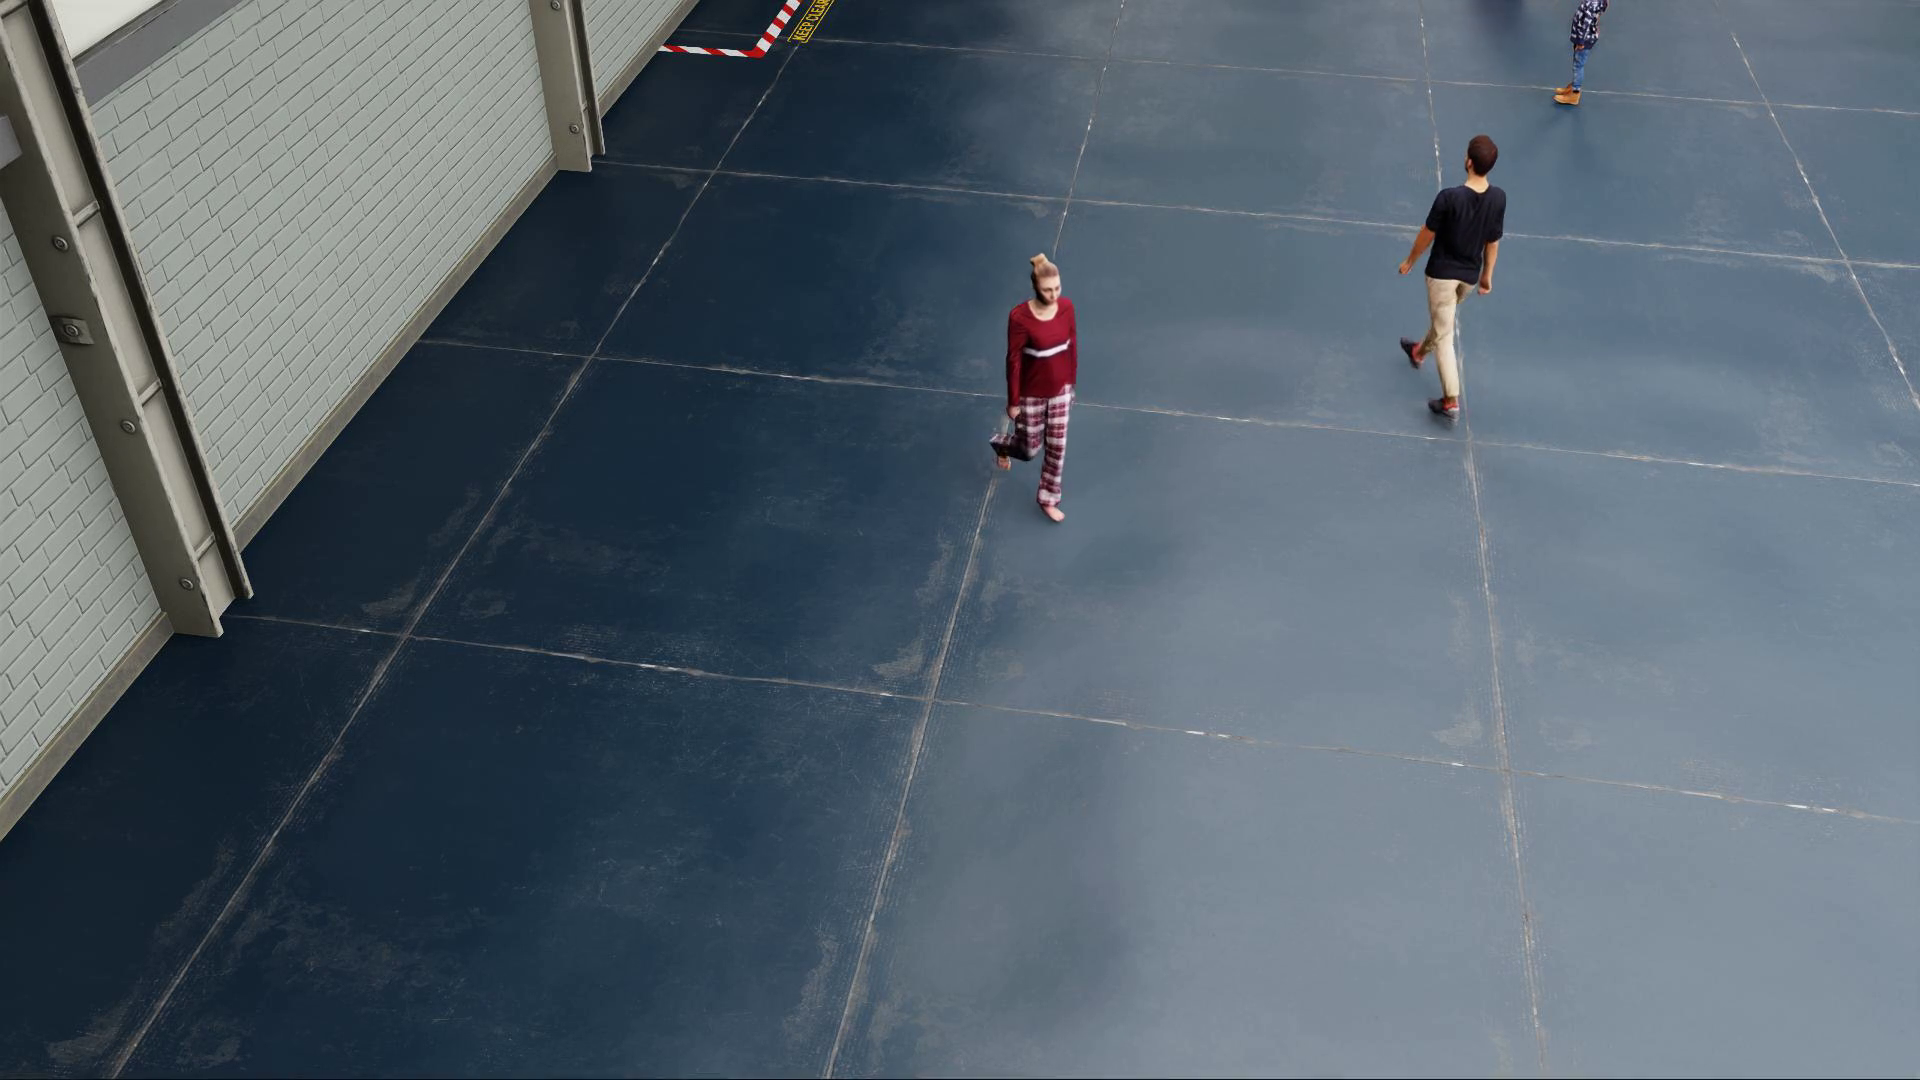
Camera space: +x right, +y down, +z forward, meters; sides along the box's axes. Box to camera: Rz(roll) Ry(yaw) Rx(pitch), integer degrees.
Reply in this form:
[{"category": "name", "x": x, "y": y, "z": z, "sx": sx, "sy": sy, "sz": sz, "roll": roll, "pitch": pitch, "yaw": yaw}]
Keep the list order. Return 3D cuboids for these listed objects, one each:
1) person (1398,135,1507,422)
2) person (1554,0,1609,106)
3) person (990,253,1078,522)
[{"category": "person", "x": 3.187, "y": -1.622, "z": 10.618, "sx": 1.015, "sy": 1.806, "sz": 1.283, "roll": -10, "pitch": 39, "yaw": -13}, {"category": "person", "x": 5.547, "y": -4.497, "z": 14.744, "sx": 0.578, "sy": 1.250, "sz": 0.458, "roll": 11, "pitch": 39, "yaw": 14}, {"category": "person", "x": 0.447, "y": -0.919, "z": 9.816, "sx": 0.902, "sy": 1.687, "sz": 0.984, "roll": -20, "pitch": 42, "yaw": -23}]
